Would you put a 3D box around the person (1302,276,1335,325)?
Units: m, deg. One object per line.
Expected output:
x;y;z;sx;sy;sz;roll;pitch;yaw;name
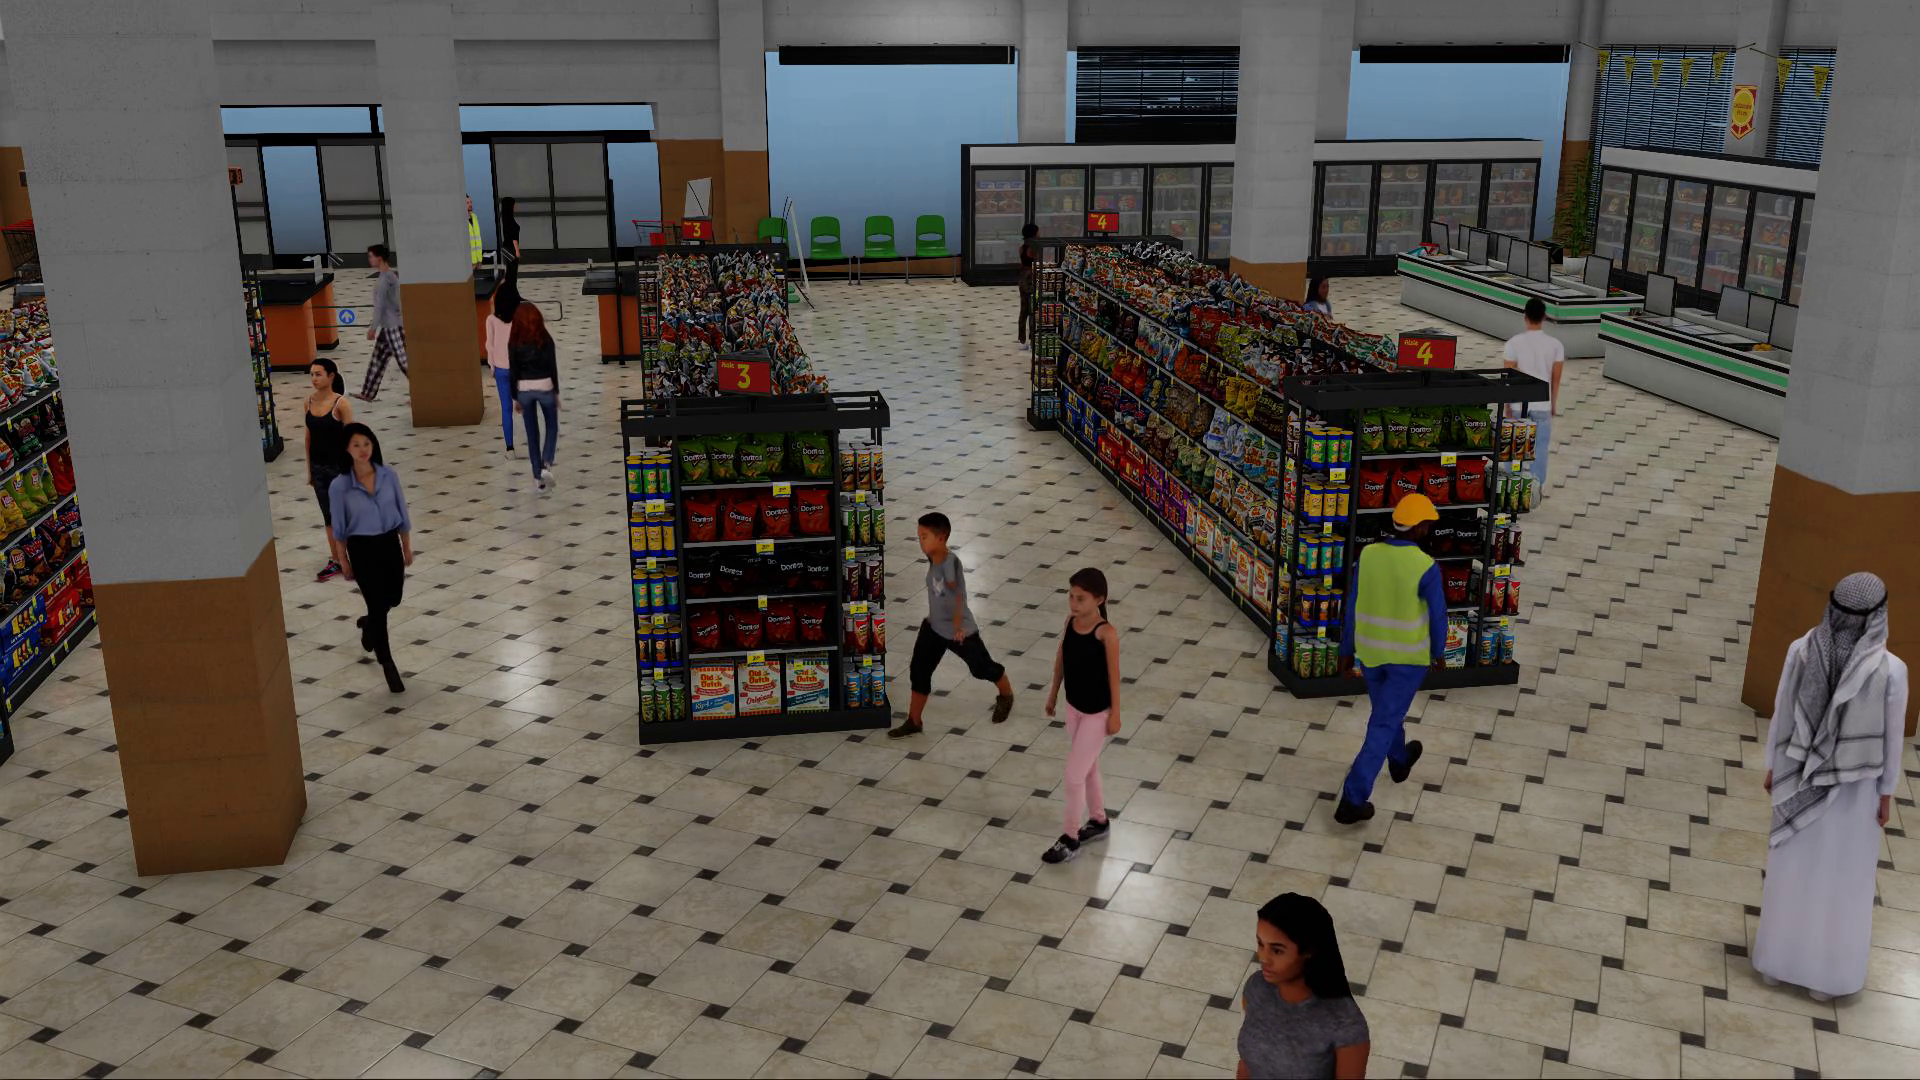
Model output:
3.626;-1.903;17.384;1.007;1.675;1.233;-13;21;-37;person

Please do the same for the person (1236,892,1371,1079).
1.037;1.837;4.913;0.880;1.764;0.850;-16;23;-42;person

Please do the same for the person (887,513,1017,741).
0.006;0.469;10.056;0.963;1.394;1.139;-12;21;-35;person

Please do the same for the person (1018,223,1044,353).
0.935;-3.374;22.185;0.712;1.700;0.597;-11;20;-33;person

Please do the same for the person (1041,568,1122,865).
0.711;0.866;8.497;0.796;1.539;0.801;-11;20;-33;person

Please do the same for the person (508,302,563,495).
-3.844;-1.263;15.087;0.601;1.784;0.747;-3;17;-11;person

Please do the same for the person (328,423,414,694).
-3.808;0.087;10.750;0.988;1.722;1.161;-14;22;-39;person

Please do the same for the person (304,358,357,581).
-4.835;-0.554;12.848;0.651;1.730;0.666;4;17;14;person

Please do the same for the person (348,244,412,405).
-6.318;-2.392;18.770;0.771;1.806;1.086;-5;18;-17;person

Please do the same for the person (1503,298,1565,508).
5.072;-1.195;14.766;0.932;1.842;1.134;4;17;12;person

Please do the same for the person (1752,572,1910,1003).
3.756;1.059;7.197;0.777;1.926;0.861;15;22;40;person

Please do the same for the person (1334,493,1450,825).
2.238;0.669;8.781;1.235;1.752;1.216;14;22;38;person

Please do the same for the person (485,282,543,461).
-4.427;-1.675;16.470;0.646;1.769;0.550;-2;17;-7;person

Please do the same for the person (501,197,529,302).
-7.114;-4.599;26.318;0.700;1.642;0.572;-12;20;-33;person
